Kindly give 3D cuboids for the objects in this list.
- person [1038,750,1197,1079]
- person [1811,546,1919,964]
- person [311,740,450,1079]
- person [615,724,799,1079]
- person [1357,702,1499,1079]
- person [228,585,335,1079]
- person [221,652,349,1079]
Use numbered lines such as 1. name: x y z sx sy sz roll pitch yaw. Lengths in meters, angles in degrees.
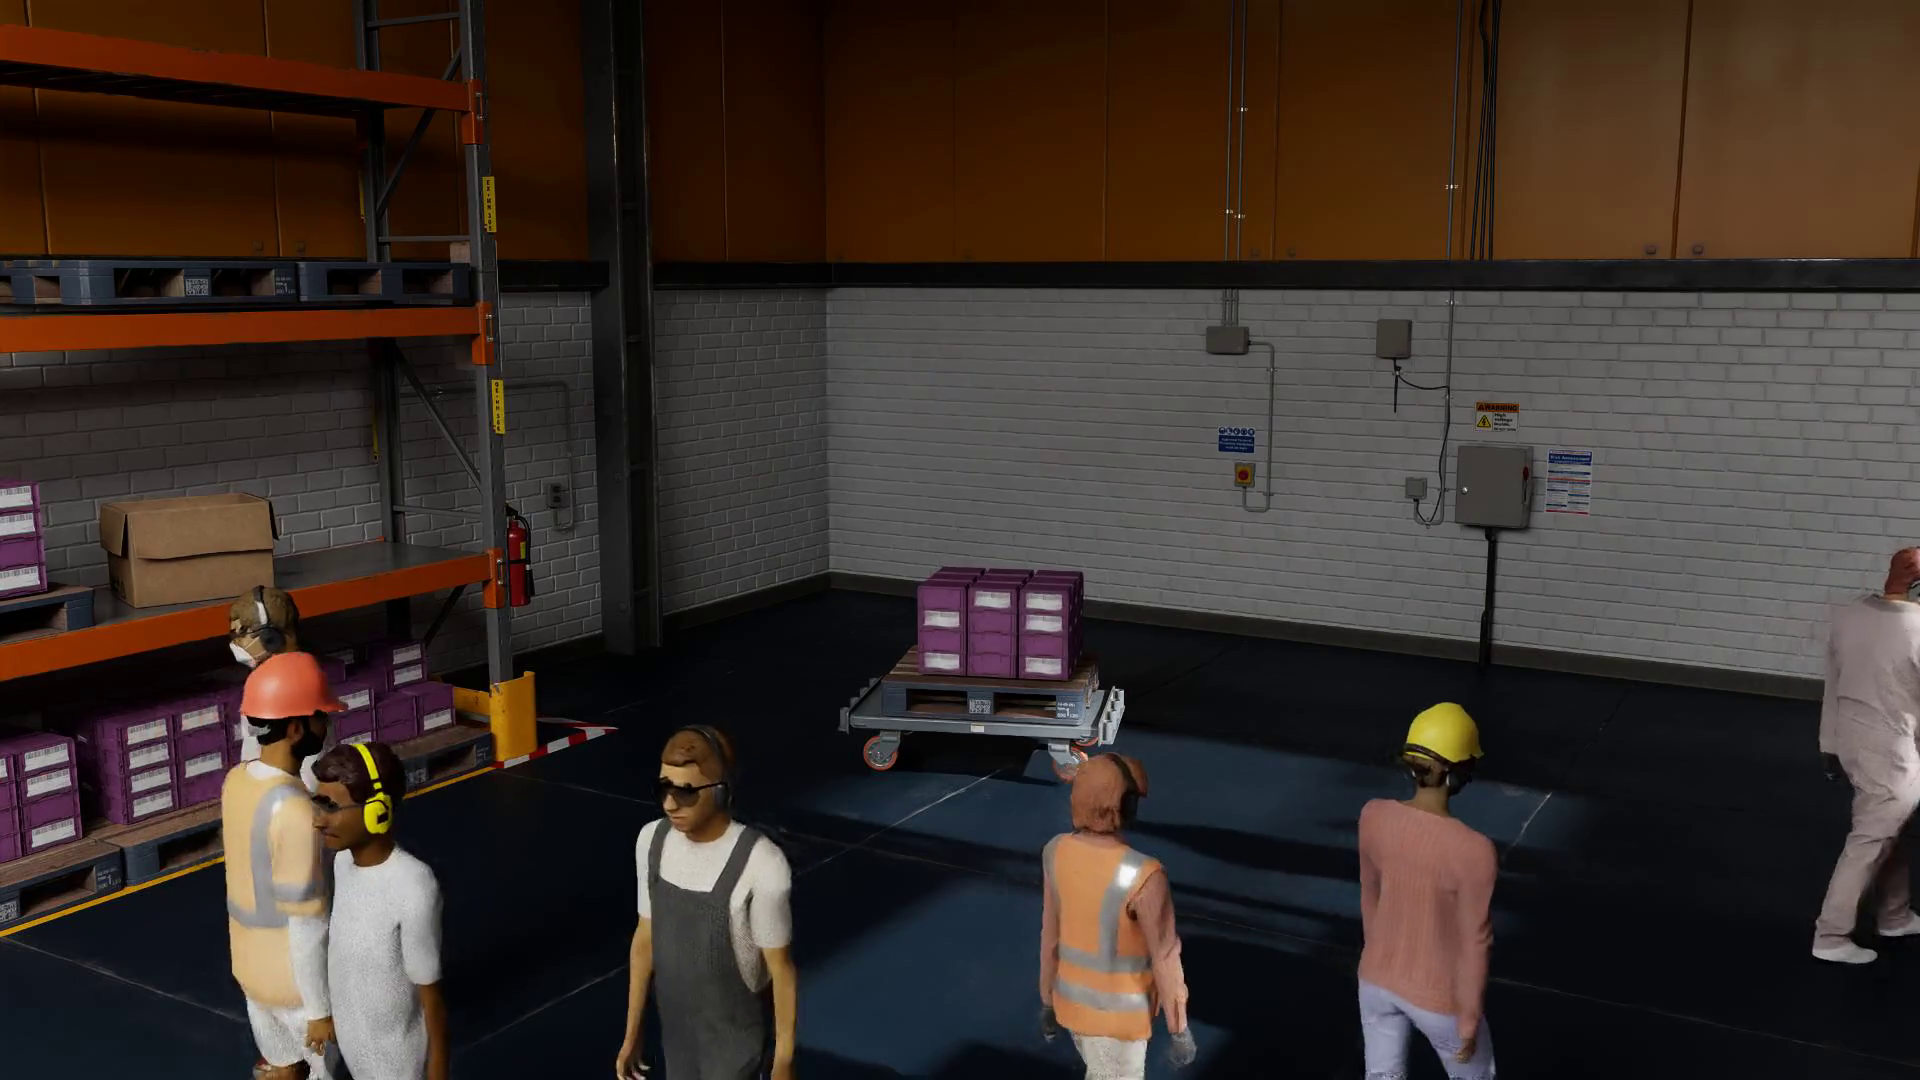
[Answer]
1. person: 0.379 1.440 4.979 0.771 1.606 0.518 -6 11 -32
2. person: 4.148 0.948 7.239 0.865 1.867 0.650 -1 9 -6
3. person: -1.500 1.409 4.486 0.918 1.837 0.529 -8 12 -39
4. person: -0.704 1.390 4.594 0.521 1.830 0.396 7 11 36
5. person: 1.409 1.356 5.053 0.455 1.752 0.525 -8 12 -39
6. person: -2.422 1.110 6.029 0.371 1.934 0.627 -4 10 -24
7. person: -2.070 1.287 4.979 0.758 1.915 0.554 -8 12 -40
